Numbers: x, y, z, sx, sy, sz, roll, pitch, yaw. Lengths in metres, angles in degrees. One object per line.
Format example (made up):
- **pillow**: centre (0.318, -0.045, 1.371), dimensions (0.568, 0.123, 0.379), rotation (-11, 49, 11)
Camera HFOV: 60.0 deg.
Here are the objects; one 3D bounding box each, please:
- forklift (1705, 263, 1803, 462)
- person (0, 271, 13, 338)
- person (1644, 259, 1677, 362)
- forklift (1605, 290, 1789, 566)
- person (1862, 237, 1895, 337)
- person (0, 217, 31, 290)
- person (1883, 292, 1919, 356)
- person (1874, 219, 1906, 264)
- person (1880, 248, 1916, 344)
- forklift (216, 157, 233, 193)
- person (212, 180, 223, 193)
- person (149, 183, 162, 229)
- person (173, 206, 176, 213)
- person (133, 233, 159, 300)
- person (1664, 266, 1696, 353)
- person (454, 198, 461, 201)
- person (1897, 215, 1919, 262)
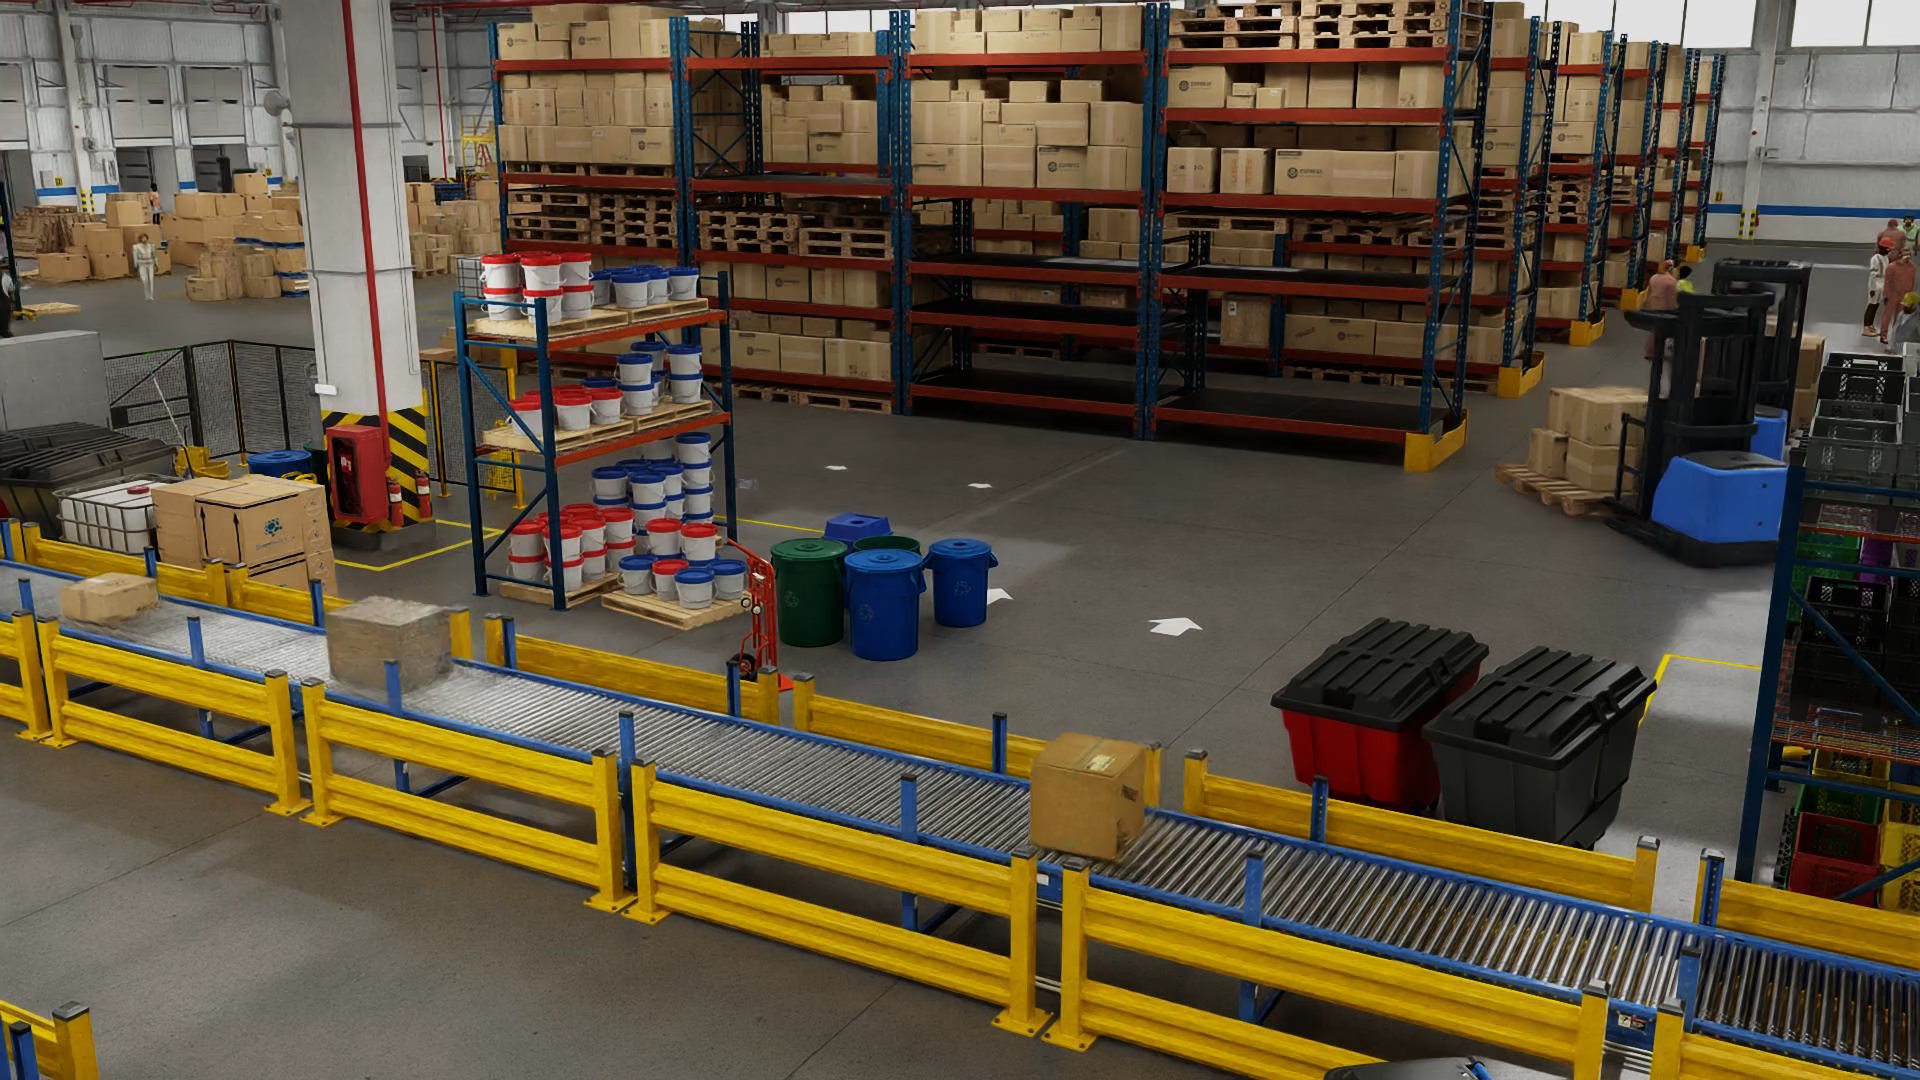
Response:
- **forklift**: centre (9.808, -2.027, 20.718), dimensions (1.129, 2.768, 1.873), rotation (8, 17, 27)
- **person**: centre (-18.039, -4.334, 31.002), dimensions (0.683, 2.000, 0.720), rotation (9, 17, 31)
- **person**: centre (13.154, -4.292, 31.123), dimensions (0.398, 1.899, 0.647), rotation (-5, 16, -19)
- **forklift**: centre (8.104, -1.284, 17.926), dimensions (1.129, 2.768, 1.873), rotation (-2, 15, -9)
- **person**: centre (18.973, -5.220, 34.343), dimensions (0.606, 2.037, 0.382), rotation (-13, 20, -40)
- **person**: centre (-24.448, -7.290, 42.434), dimensions (0.978, 1.883, 0.603), rotation (-3, 15, -13)
- **person**: centre (15.182, -3.080, 26.730), dimensions (0.561, 1.810, 0.608), rotation (-1, 15, -5)
- **person**: centre (23.387, -7.143, 41.887), dimensions (0.664, 1.861, 0.994), rotation (8, 17, 28)
- **person**: centre (18.833, -4.892, 33.354), dimensions (0.636, 1.911, 0.405), rotation (-2, 15, -6)
- **forklift**: centre (-25.124, -11.701, 57.087), dimensions (1.873, 2.768, 1.129), rotation (-6, 16, -21)
- **person**: centre (-26.663, -12.002, 60.064), dimensions (0.646, 1.927, 0.388), rotation (6, 16, 22)
- **person**: centre (-30.238, -12.552, 62.554), dimensions (0.316, 1.695, 0.542), rotation (3, 15, 10)
- **person**: centre (-23.799, -9.615, 51.093), dimensions (0.635, 1.920, 0.784), rotation (5, 16, 20)
- **person**: centre (-19.759, -6.638, 40.447), dimensions (0.526, 1.617, 0.545), rotation (13, 20, 41)
- **person**: centre (13.963, -4.465, 32.210), dimensions (0.599, 1.659, 0.405), rotation (-5, 16, -18)
- **person**: centre (-16.456, -10.388, 54.528), dimensions (0.521, 1.639, 0.311), rotation (12, 19, 38)
- **person**: centre (24.960, -7.661, 43.939), dimensions (0.601, 1.803, 0.892), rotation (8, 17, 26)
